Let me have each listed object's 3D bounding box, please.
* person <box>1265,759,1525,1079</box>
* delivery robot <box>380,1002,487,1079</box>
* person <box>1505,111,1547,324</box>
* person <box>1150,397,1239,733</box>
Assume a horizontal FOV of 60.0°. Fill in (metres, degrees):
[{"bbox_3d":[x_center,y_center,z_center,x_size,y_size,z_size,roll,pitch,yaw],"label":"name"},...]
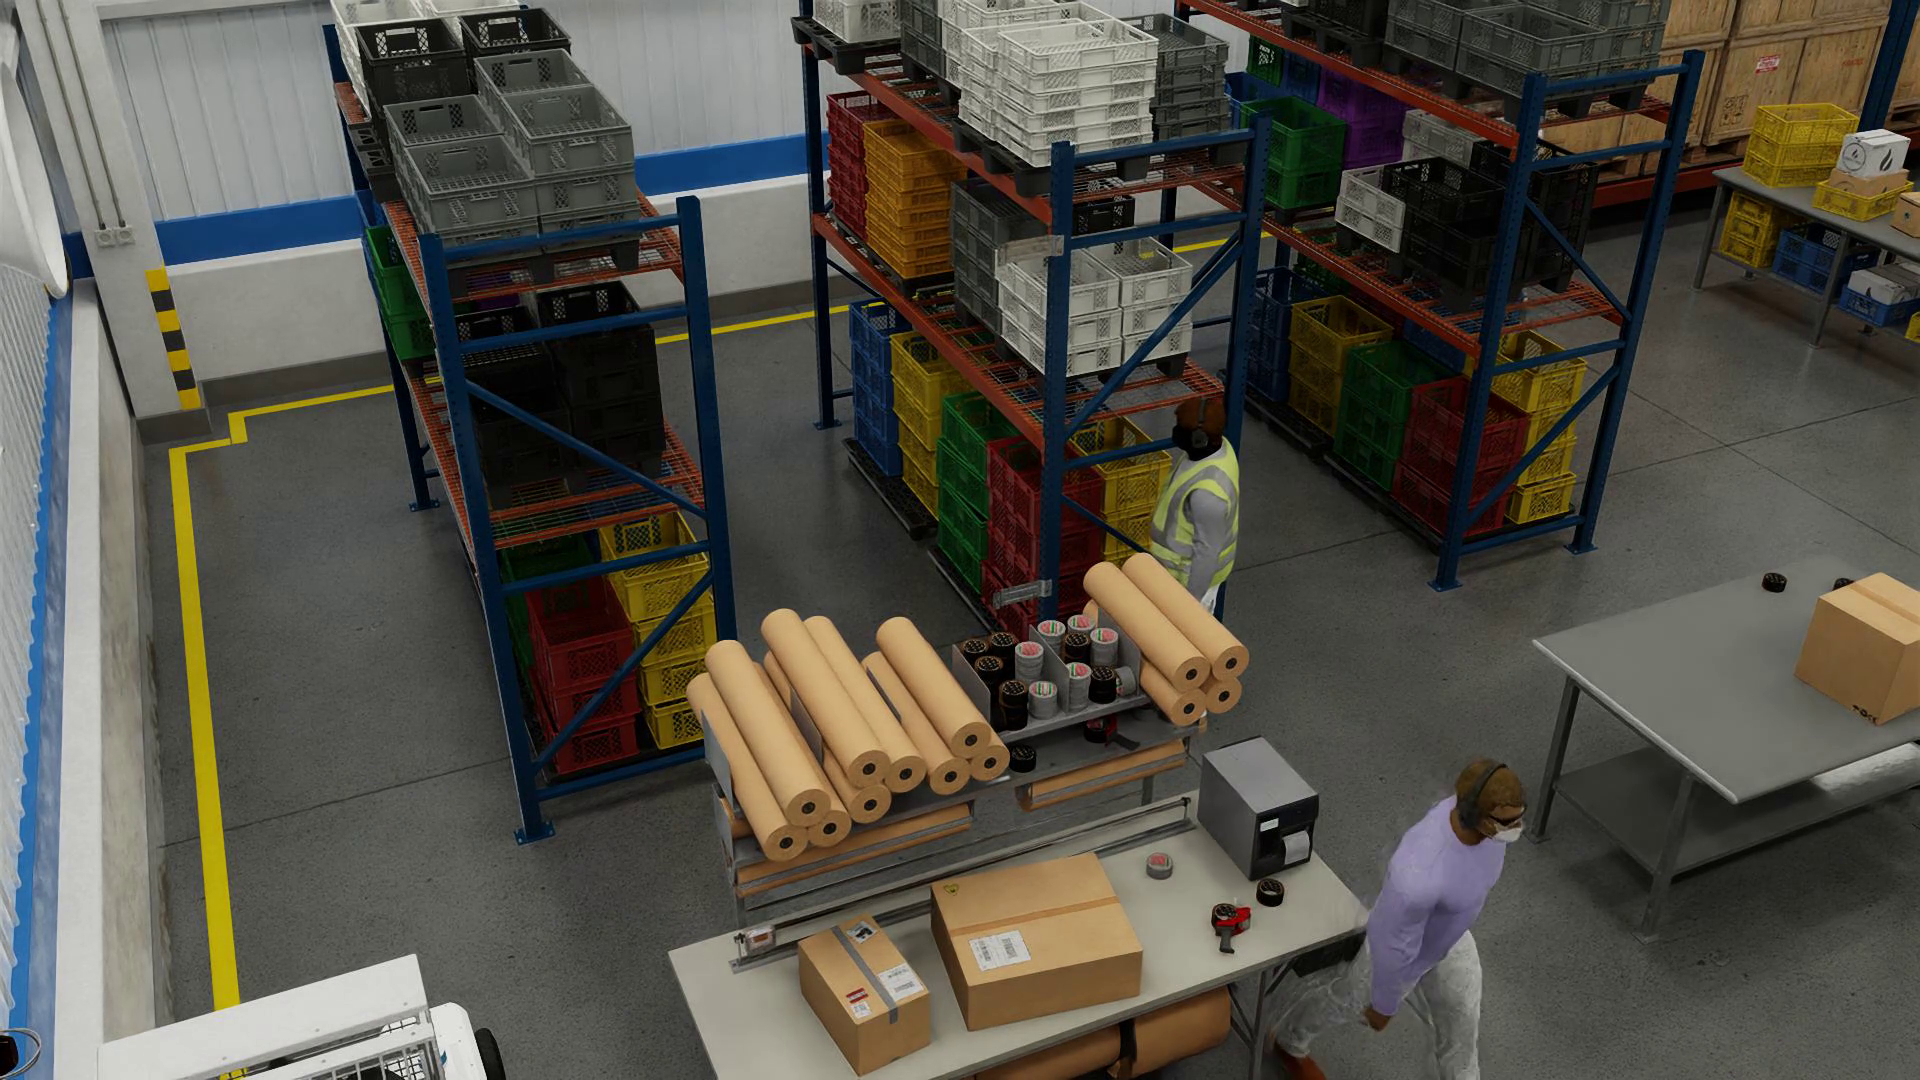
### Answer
[{"bbox_3d":[1.649,1.479,6.054,0.644,1.865,1.105,-26,40,-36],"label":"person"},{"bbox_3d":[-1.940,2.076,6.217,0.477,0.478,0.707,-14,34,-22],"label":"delivery robot"},{"bbox_3d":[4.215,-2.649,12.771,0.980,1.840,0.587,26,40,36],"label":"person"},{"bbox_3d":[1.144,0.127,8.252,0.429,1.841,0.633,4,32,7],"label":"person"}]
